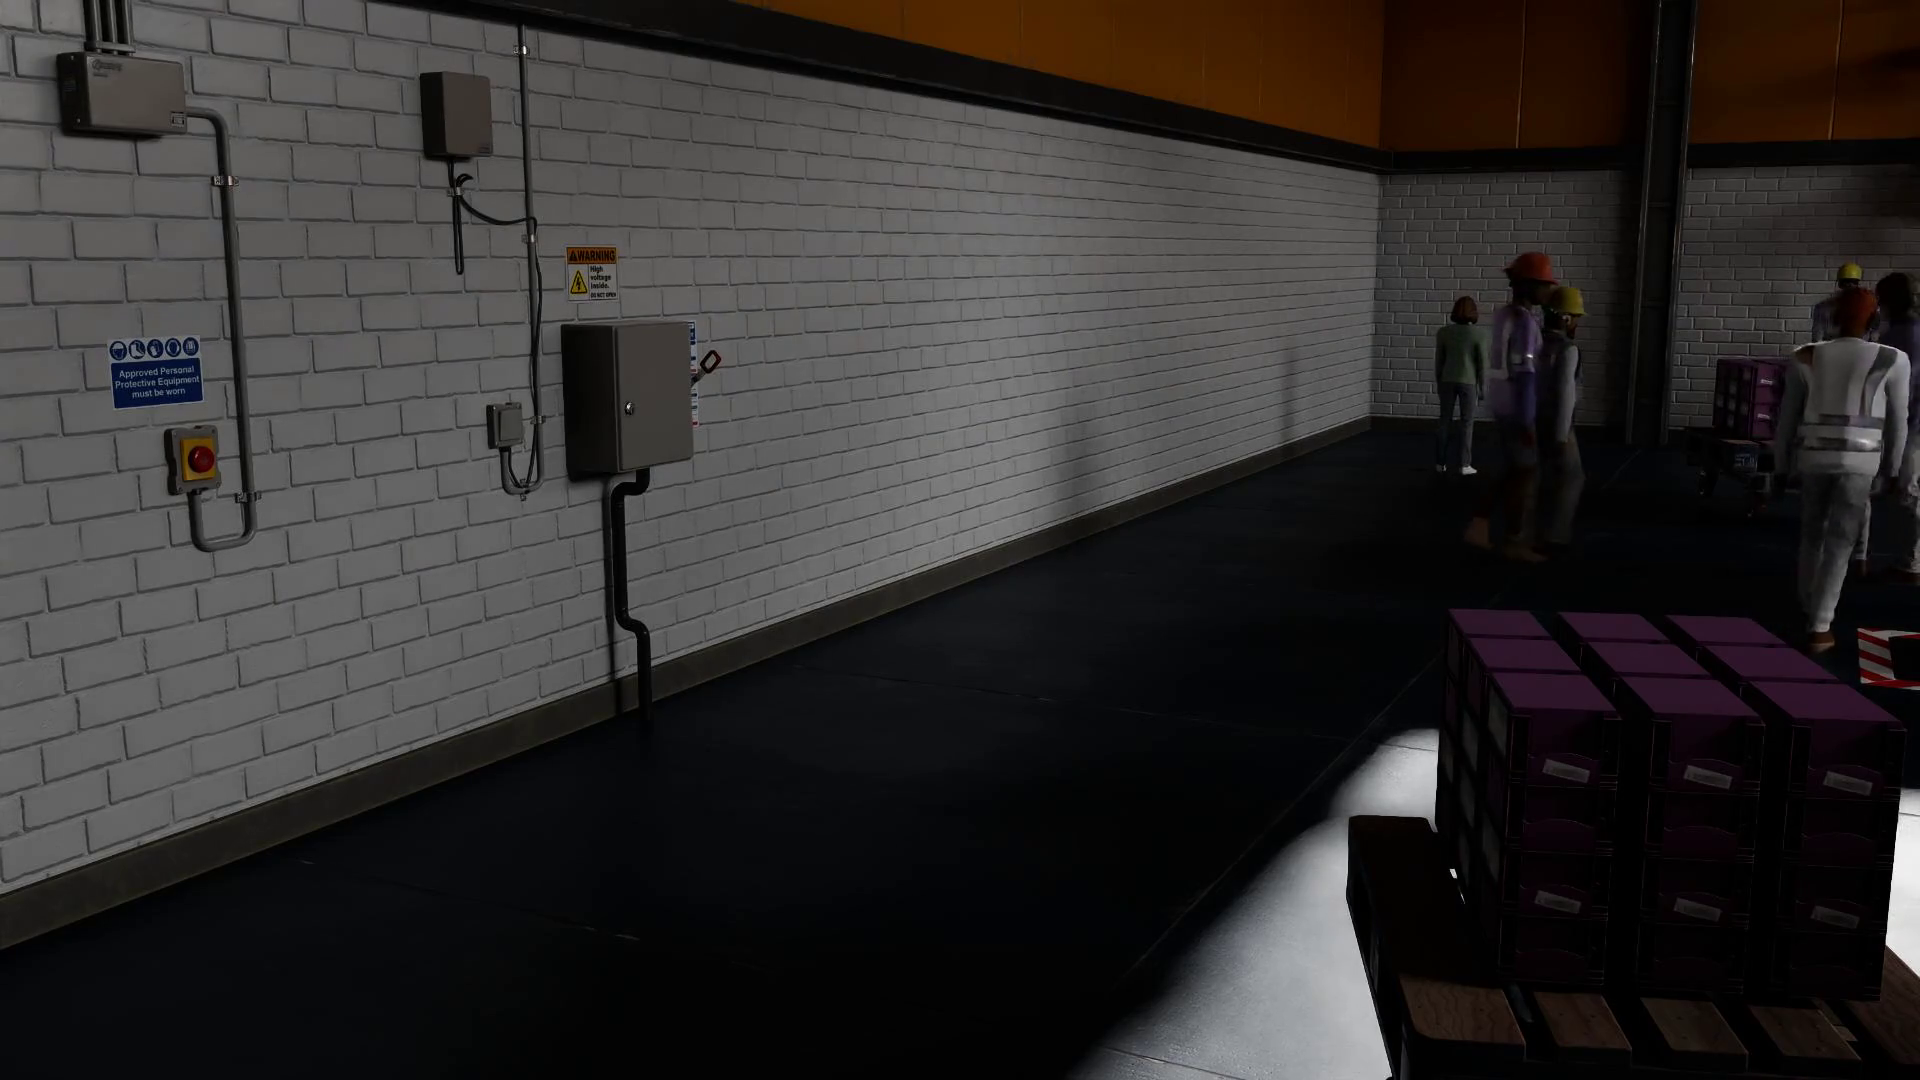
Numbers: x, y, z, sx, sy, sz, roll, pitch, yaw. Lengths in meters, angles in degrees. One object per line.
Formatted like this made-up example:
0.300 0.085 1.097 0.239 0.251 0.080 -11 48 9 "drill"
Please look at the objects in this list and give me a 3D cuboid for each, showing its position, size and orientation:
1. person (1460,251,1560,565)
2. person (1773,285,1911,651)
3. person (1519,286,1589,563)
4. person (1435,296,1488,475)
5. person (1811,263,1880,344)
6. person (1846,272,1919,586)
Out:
3.579 -0.837 10.766 0.567 2.032 0.617 1 10 6 "person"
4.587 -0.380 8.633 0.569 1.841 0.851 9 14 43 "person"
3.868 -0.742 10.853 0.554 1.802 0.583 -4 11 -21 "person"
4.587 -1.413 15.254 0.502 1.627 0.288 8 13 39 "person"
8.492 -1.694 16.020 0.591 1.923 0.381 3 10 17 "person"
5.560 -0.660 10.108 0.732 1.906 0.621 3 10 15 "person"
